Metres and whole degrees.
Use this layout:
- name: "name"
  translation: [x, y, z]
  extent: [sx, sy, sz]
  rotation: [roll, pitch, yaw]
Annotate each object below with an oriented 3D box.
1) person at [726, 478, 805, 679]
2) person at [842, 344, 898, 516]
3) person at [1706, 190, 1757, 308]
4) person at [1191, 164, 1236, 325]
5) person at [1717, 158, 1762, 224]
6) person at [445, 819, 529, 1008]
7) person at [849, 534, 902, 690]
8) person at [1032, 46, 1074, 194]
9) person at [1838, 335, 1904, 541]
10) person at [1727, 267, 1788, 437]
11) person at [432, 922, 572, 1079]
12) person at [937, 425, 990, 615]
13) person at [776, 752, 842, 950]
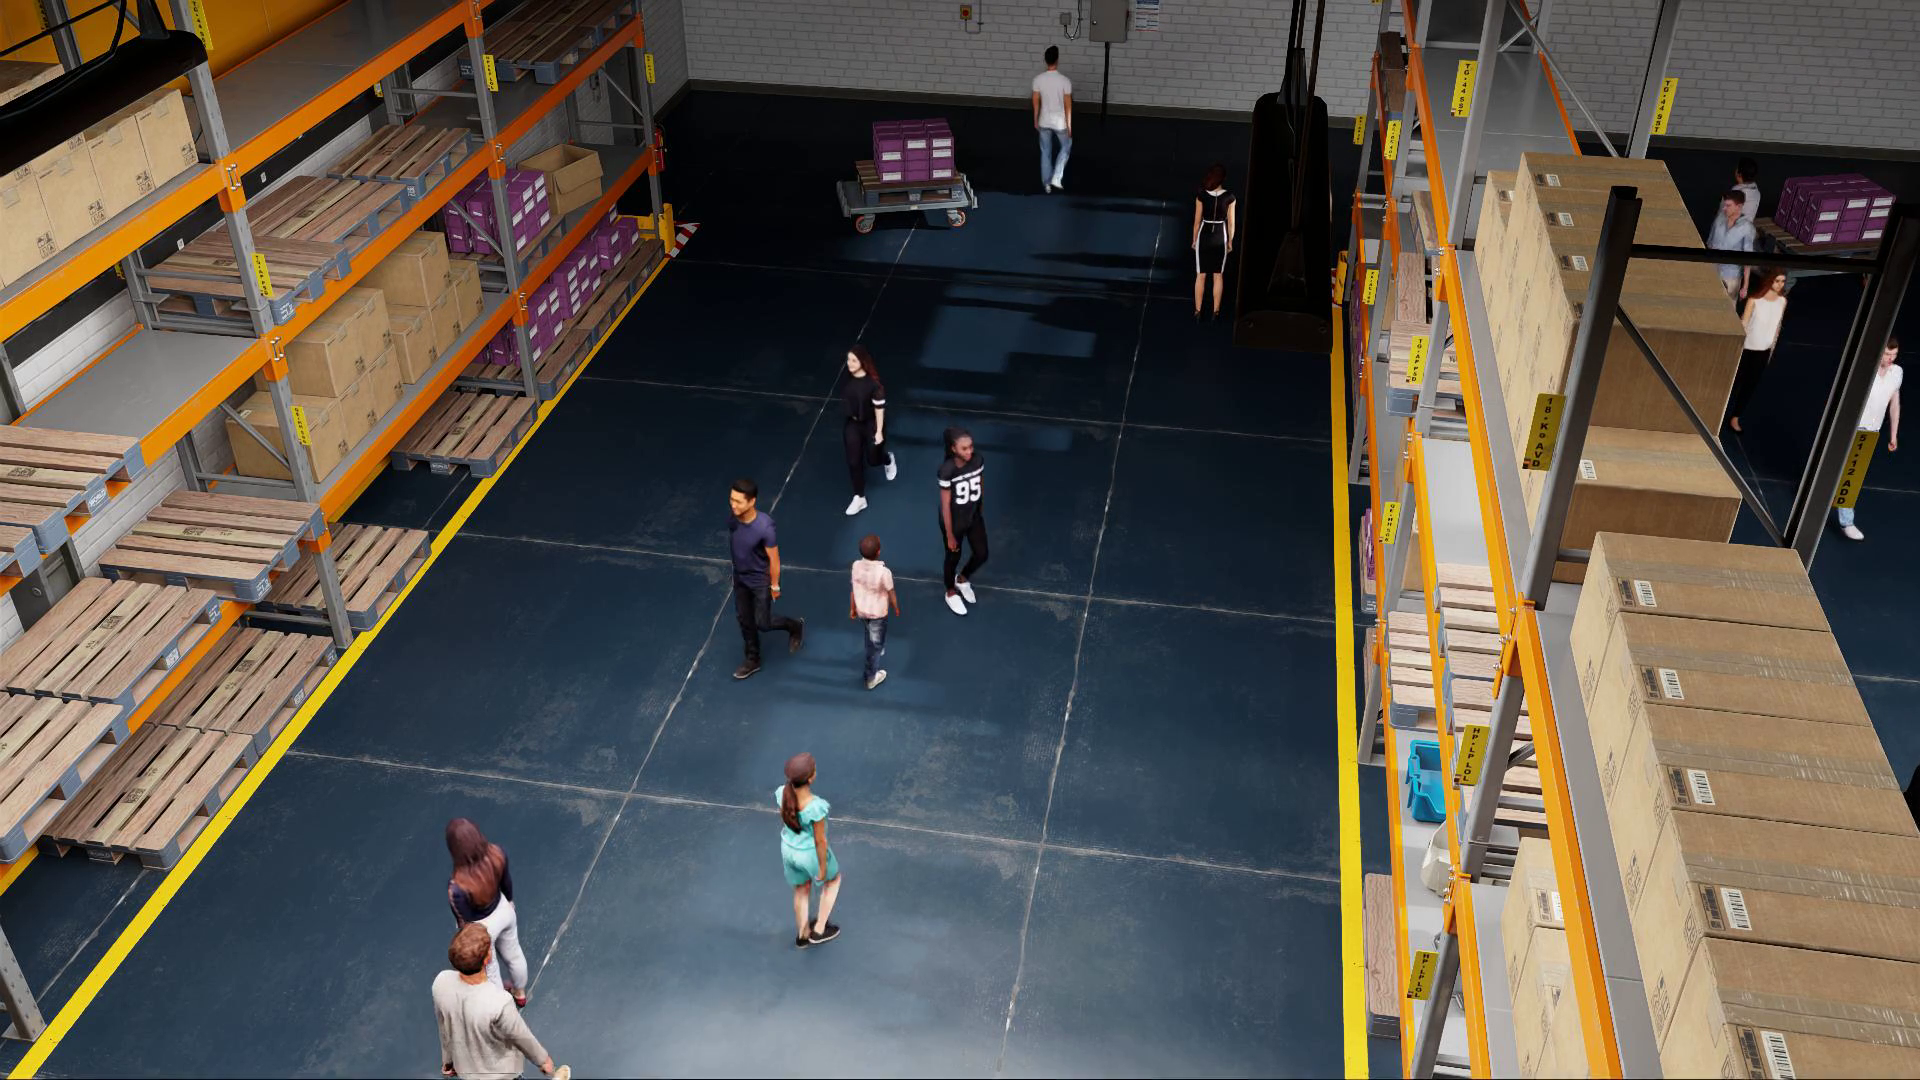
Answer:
- name: "person"
  translation: [-1.511, 0.276, 12.768]
  extent: [0.858, 1.724, 0.950]
  rotation: [26, 41, 33]
- name: "person"
  translation: [-0.808, -1.029, 14.826]
  extent: [0.797, 1.619, 1.037]
  rotation: [17, 37, 24]
- name: "person"
  translation: [7.975, -2.779, 17.278]
  extent: [0.961, 1.819, 0.914]
  rotation: [-29, 43, -36]
- name: "person"
  translation: [2.709, -3.176, 17.896]
  extent: [0.585, 1.795, 0.476]
  rotation: [5, 34, 8]
- name: "person"
  translation: [8.200, -3.132, 17.710]
  extent: [0.773, 1.929, 0.811]
  rotation: [-17, 37, -24]
- name: "person"
  translation: [-2.826, 2.264, 9.880]
  extent: [0.723, 1.611, 0.582]
  rotation: [17, 37, 24]
- name: "person"
  translation: [-0.711, 0.571, 12.719]
  extent: [0.616, 1.287, 0.752]
  rotation: [19, 38, 26]
- name: "person"
  translation: [1.160, -5.256, 20.974]
  extent: [0.726, 1.853, 0.702]
  rotation: [10, 35, 15]
- name: "person"
  translation: [7.843, -0.996, 14.616]
  extent: [0.943, 1.797, 1.306]
  rotation: [-5, 34, -7]
- name: "person"
  translation: [7.574, -1.868, 16.006]
  extent: [0.675, 1.711, 0.852]
  rotation: [0, 34, -1]
- name: "person"
  translation: [-2.533, 2.847, 8.788]
  extent: [0.935, 1.848, 1.282]
  rotation: [16, 37, 22]
- name: "person"
  translation: [-0.051, -0.183, 13.466]
  extent: [0.752, 1.716, 0.811]
  rotation: [-20, 39, -27]
- name: "person"
  translation: [-0.999, 1.980, 10.362]
  extent: [0.625, 1.550, 0.657]
  rotation: [17, 37, 23]
